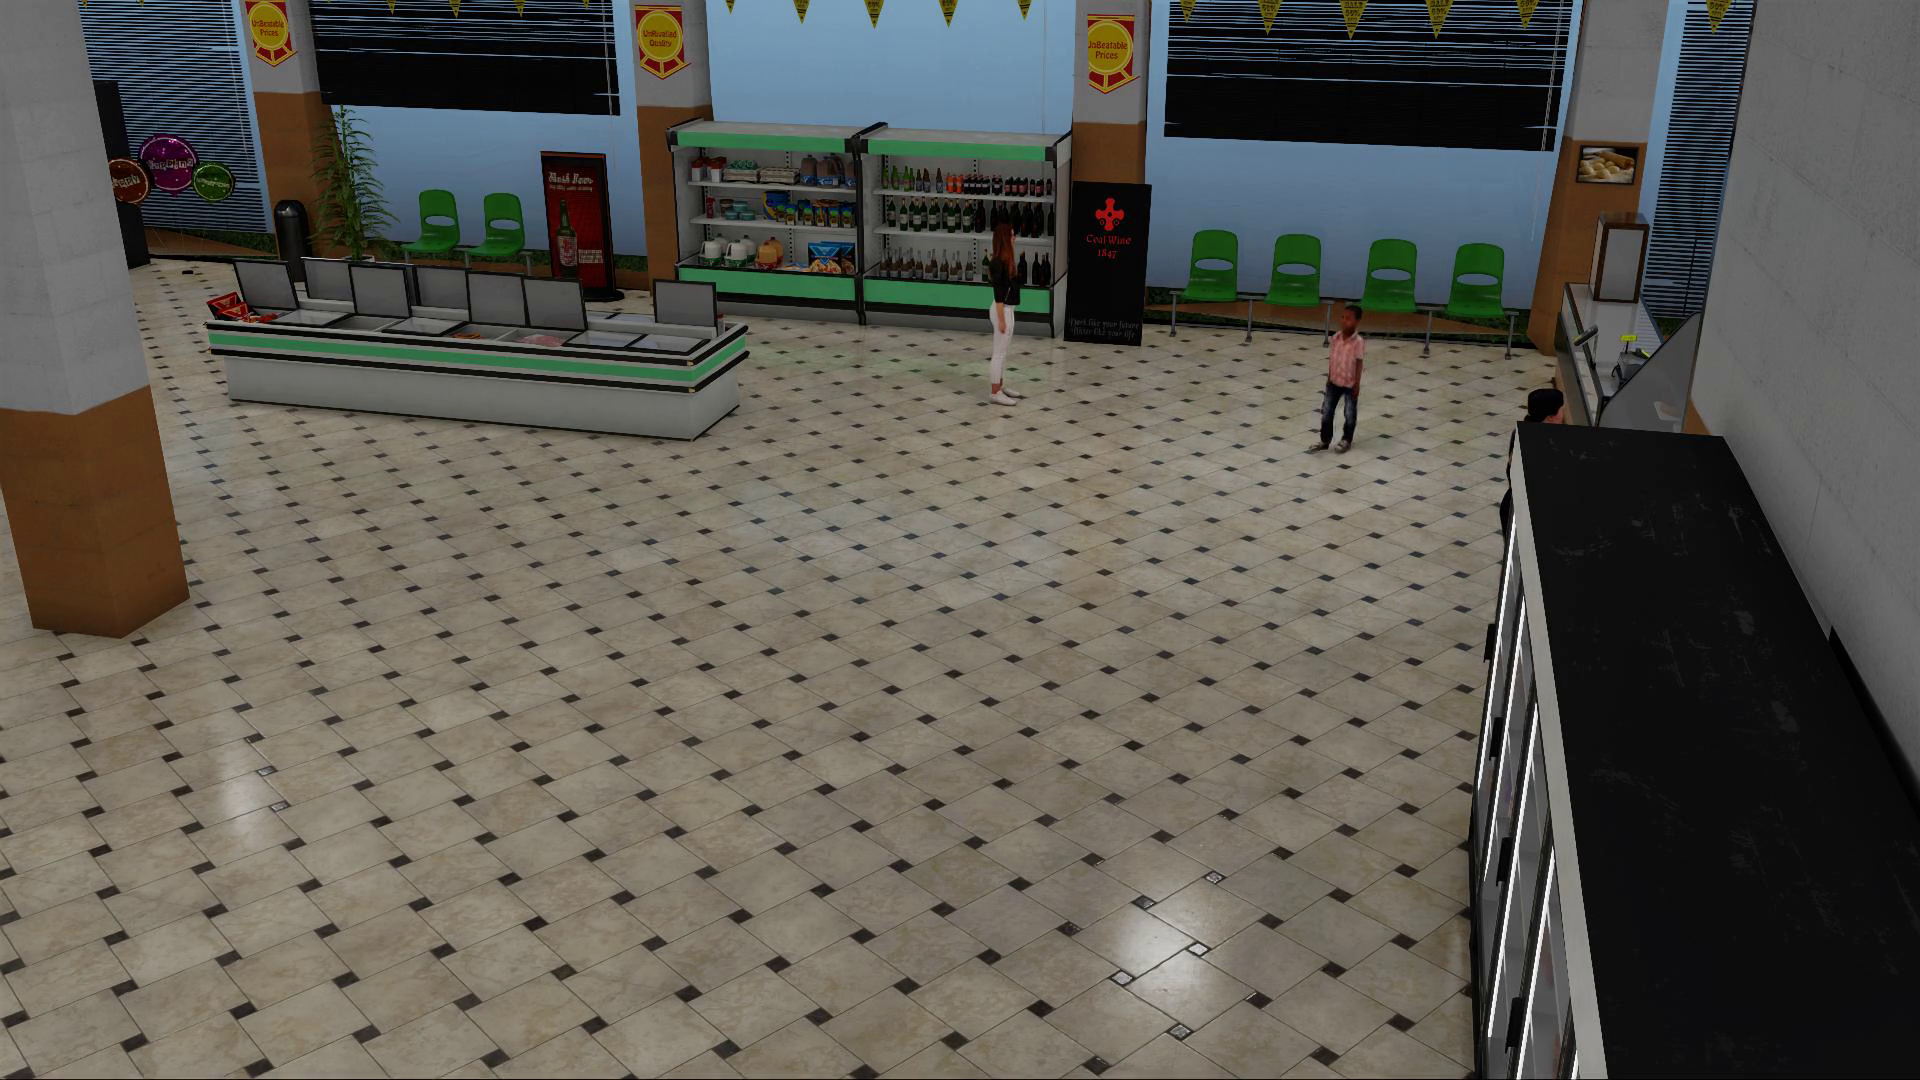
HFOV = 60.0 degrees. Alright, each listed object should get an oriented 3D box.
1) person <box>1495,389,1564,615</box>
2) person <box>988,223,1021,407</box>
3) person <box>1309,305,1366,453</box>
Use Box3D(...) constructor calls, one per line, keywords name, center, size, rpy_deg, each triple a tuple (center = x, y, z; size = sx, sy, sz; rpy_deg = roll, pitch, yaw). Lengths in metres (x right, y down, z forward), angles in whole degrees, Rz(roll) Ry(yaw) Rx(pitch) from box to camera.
Box3D(name="person", center=(3.717, -0.171, 10.844), size=(0.804, 1.671, 0.797), rpy_deg=(-5, 22, -13))
Box3D(name="person", center=(0.404, -2.144, 15.710), size=(0.538, 1.704, 0.620), rpy_deg=(4, 22, 9))
Box3D(name="person", center=(3.372, -1.399, 14.401), size=(0.719, 1.297, 0.747), rpy_deg=(20, 29, 40))
